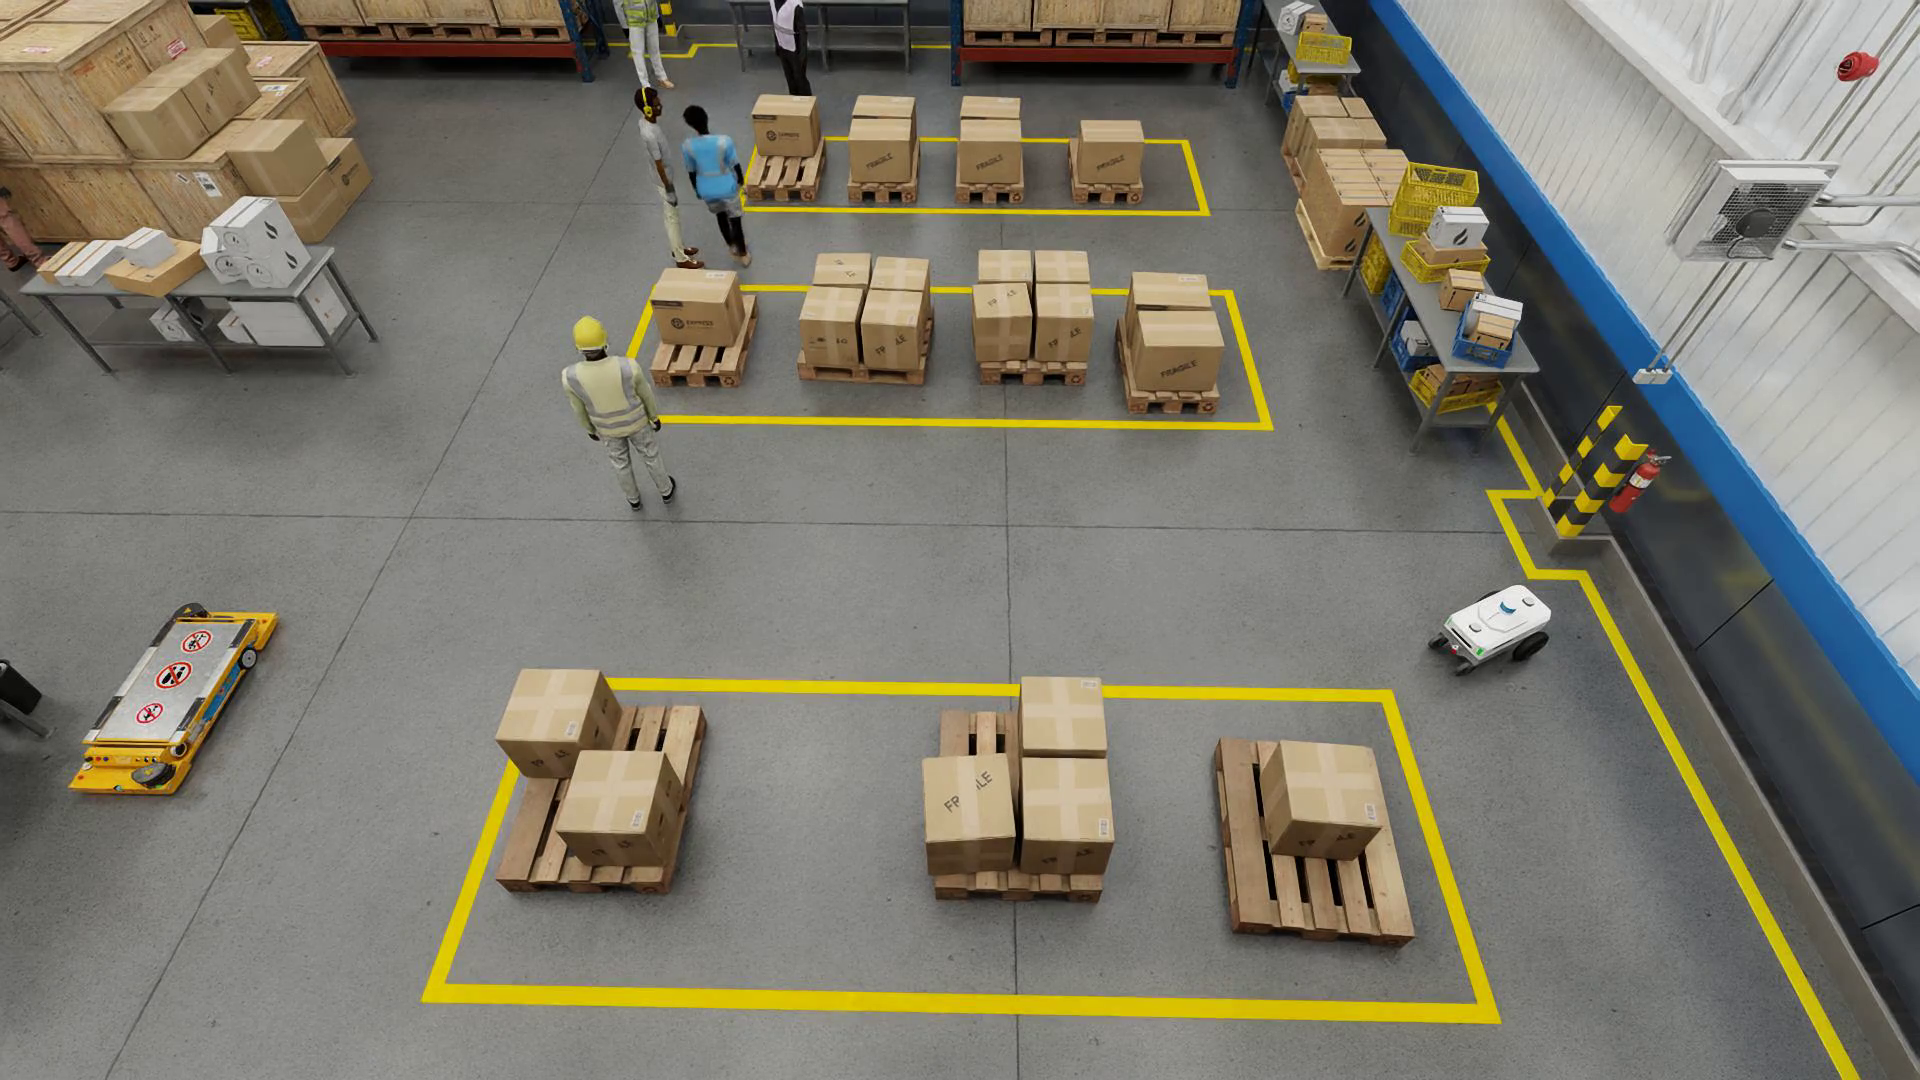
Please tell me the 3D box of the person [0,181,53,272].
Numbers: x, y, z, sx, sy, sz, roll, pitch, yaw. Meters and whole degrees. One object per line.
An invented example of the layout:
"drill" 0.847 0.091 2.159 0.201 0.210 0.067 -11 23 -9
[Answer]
"person" -10.163 -3.667 9.399 0.643 1.898 0.399 2 50 2

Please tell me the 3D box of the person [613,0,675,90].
"person" -4.239 -6.910 12.173 0.429 1.846 0.629 33 57 25

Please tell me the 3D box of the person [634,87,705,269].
"person" -3.015 -3.694 9.441 0.327 1.862 0.519 -16 52 -13

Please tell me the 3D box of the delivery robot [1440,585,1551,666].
"delivery robot" 3.856 0.598 6.599 0.707 0.478 0.477 -20 53 -16

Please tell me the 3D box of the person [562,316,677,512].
"person" -2.638 -0.949 7.136 0.593 1.833 0.404 -13 51 -11

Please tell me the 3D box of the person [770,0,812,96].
"person" -2.108 -6.157 11.491 0.397 1.915 0.587 -35 58 -26

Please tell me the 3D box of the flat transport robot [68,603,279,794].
"flat transport robot" -5.504 1.072 6.442 0.652 0.197 1.431 1 50 1

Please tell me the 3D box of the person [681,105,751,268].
"person" -2.511 -3.694 9.567 0.583 1.666 0.509 0 50 0
